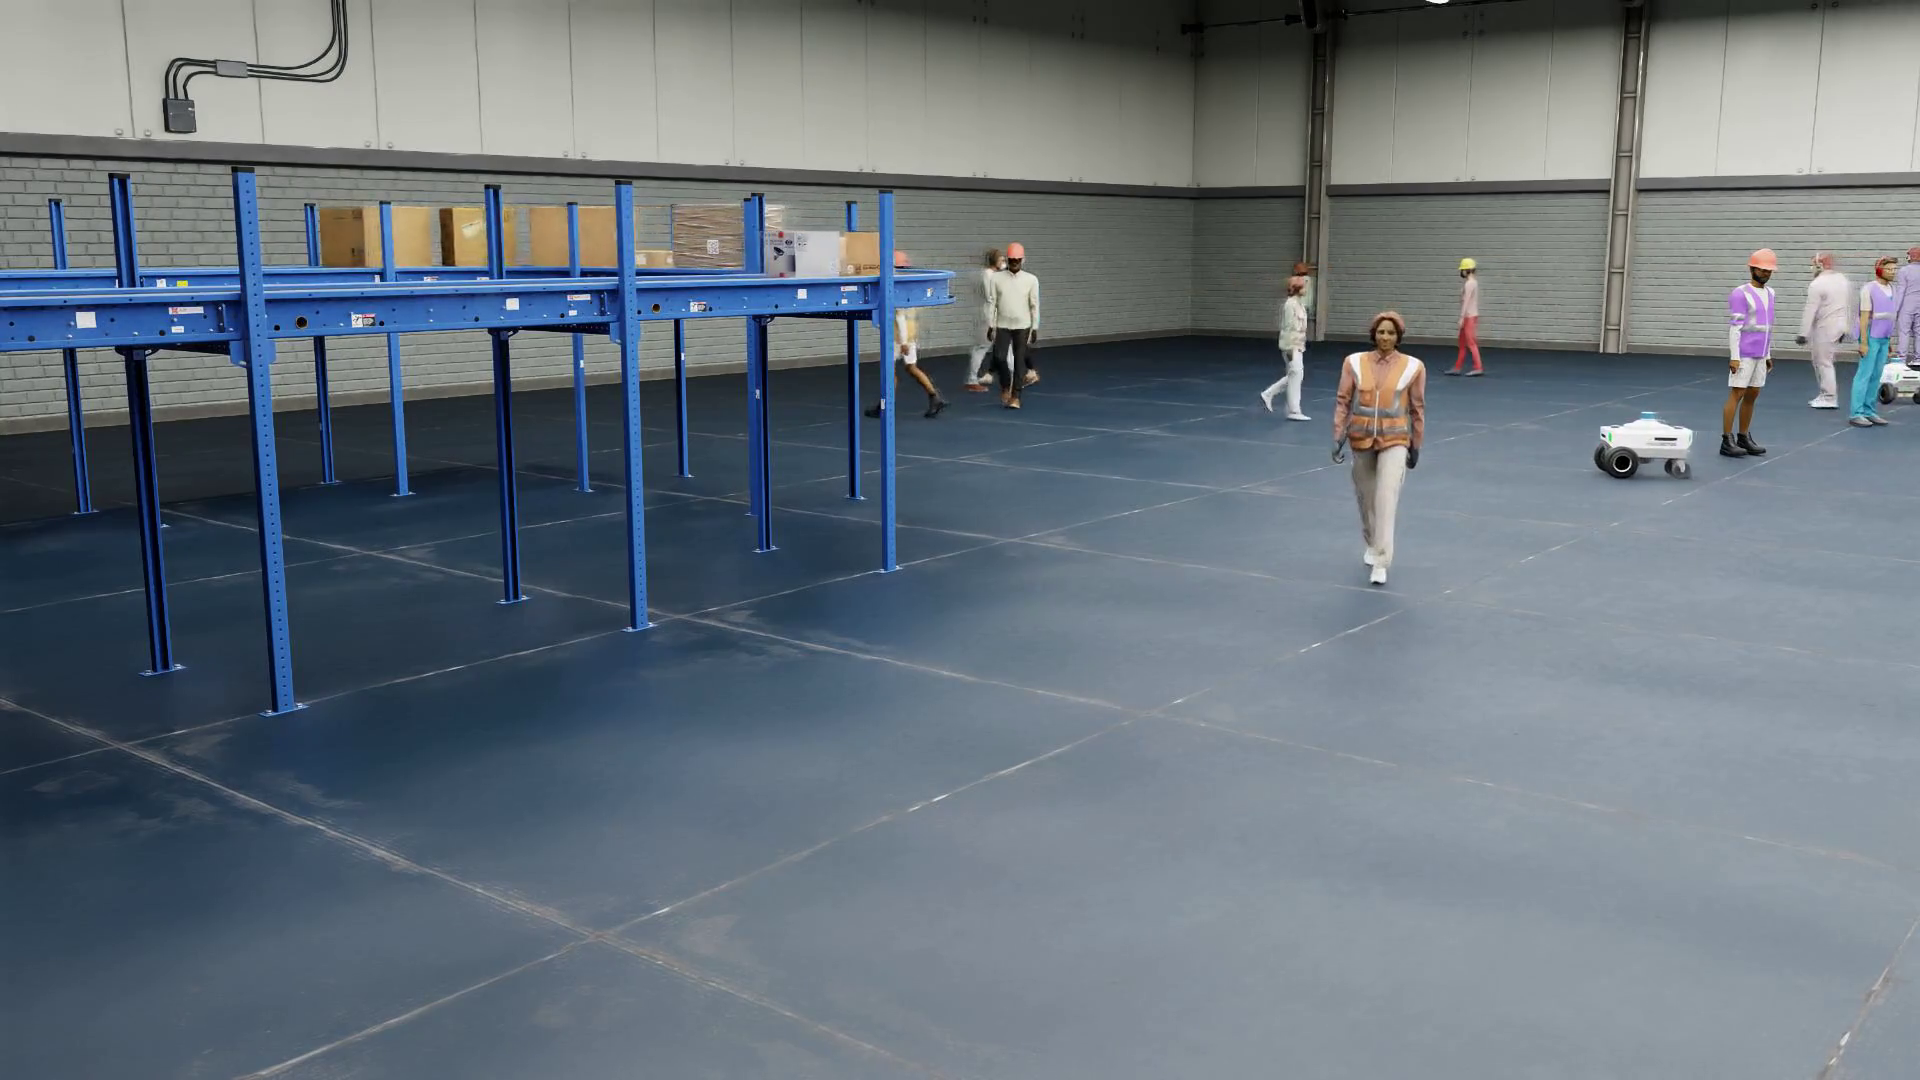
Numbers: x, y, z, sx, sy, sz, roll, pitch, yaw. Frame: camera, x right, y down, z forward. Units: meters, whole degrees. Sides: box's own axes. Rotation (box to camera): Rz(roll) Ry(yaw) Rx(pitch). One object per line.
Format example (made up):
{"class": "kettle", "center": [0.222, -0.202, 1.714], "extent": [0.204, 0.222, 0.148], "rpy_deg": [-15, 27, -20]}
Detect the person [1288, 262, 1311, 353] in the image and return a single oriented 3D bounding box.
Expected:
{"class": "person", "center": [6.024, -4.186, 29.926], "extent": [0.531, 1.616, 0.558], "rpy_deg": [-9, 14, -42]}

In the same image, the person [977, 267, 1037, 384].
{"class": "person", "center": [0.694, -3.023, 23.423], "extent": [0.891, 1.651, 0.541], "rpy_deg": [-3, 11, -16]}

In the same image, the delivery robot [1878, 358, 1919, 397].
{"class": "delivery robot", "center": [11.729, -2.035, 20.852], "extent": [0.477, 0.478, 0.707], "rpy_deg": [0, 10, 2]}

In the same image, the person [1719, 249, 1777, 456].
{"class": "person", "center": [7.457, -1.758, 15.632], "extent": [0.550, 1.933, 0.370], "rpy_deg": [-6, 12, -29]}

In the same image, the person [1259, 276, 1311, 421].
{"class": "person", "center": [3.694, -2.163, 18.753], "extent": [0.538, 1.622, 0.518], "rpy_deg": [5, 11, 24]}

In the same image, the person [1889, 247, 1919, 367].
{"class": "person", "center": [15.174, -3.712, 26.558], "extent": [0.639, 1.902, 0.406], "rpy_deg": [-2, 10, -9]}

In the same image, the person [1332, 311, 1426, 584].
{"class": "person", "center": [2.549, -0.592, 10.090], "extent": [0.512, 1.602, 0.822], "rpy_deg": [5, 11, 25]}

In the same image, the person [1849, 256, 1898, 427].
{"class": "person", "center": [9.995, -2.175, 18.191], "extent": [0.571, 1.843, 0.372], "rpy_deg": [-7, 12, -33]}

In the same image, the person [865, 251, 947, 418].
{"class": "person", "center": [-0.609, -2.335, 18.944], "extent": [0.909, 1.907, 0.545], "rpy_deg": [3, 11, 18]}

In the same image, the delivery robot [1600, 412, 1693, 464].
{"class": "delivery robot", "center": [5.925, -0.864, 14.364], "extent": [0.707, 0.478, 0.477], "rpy_deg": [2, 10, 9]}

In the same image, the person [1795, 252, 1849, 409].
{"class": "person", "center": [10.368, -2.515, 20.031], "extent": [0.678, 1.875, 0.567], "rpy_deg": [-8, 13, -37]}

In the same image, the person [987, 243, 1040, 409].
{"class": "person", "center": [0.643, -2.578, 20.039], "extent": [0.646, 1.980, 0.434], "rpy_deg": [1, 10, 5]}

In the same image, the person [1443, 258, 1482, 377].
{"class": "person", "center": [7.562, -3.318, 24.810], "extent": [0.515, 1.759, 0.544], "rpy_deg": [4, 11, 23]}

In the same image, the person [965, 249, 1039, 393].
{"class": "person", "center": [0.529, -2.887, 22.003], "extent": [1.012, 1.883, 0.658], "rpy_deg": [2, 10, 12]}
